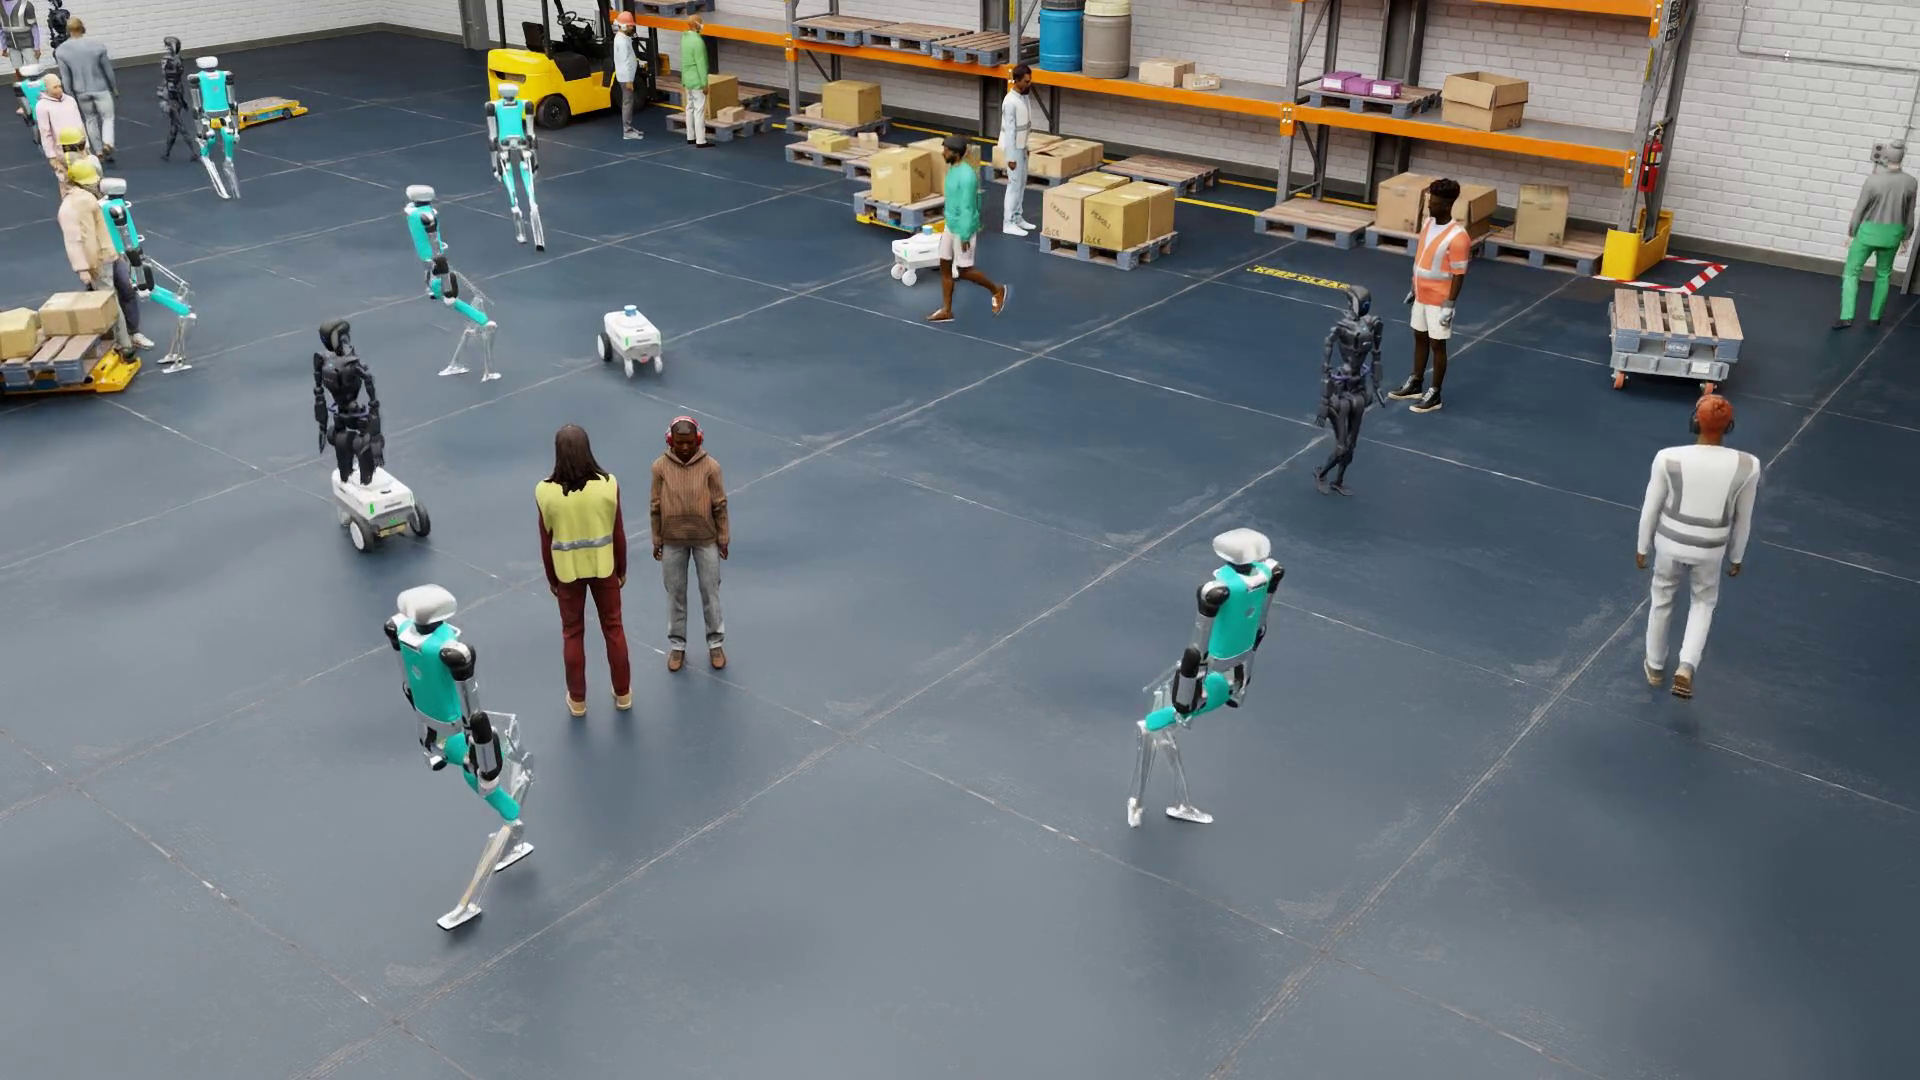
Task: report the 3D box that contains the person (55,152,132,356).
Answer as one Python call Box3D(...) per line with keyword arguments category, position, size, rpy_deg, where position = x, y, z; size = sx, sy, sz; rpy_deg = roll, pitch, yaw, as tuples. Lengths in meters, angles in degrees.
Box3D(category="person", position=(-7.819, -2.591, 15.106), size=(0.390, 1.870, 0.556), rpy_deg=(-5, 26, -11))

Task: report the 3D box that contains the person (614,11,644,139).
Box3D(category="person", position=(-4.670, -6.542, 23.429), size=(0.351, 1.738, 0.571), rpy_deg=(-6, 26, -12))

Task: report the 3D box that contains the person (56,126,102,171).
Box3D(category="person", position=(-8.645, -3.243, 16.585), size=(0.376, 1.755, 0.535), rpy_deg=(0, 26, 1))

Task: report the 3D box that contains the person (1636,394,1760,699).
Box3D(category="person", position=(4.214, 0.061, 9.600), size=(0.597, 1.870, 0.620), rpy_deg=(9, 27, 17))

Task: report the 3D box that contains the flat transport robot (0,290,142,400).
Box3D(category="flat transport robot", position=(-8.033, -1.452, 14.578), size=(1.431, 0.231, 0.659), rpy_deg=(-5, 26, -9))

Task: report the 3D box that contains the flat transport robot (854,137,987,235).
Box3D(category="flat transport robot", position=(-0.470, -3.712, 19.258), size=(1.431, 0.231, 0.659), rpy_deg=(23, 34, 39))

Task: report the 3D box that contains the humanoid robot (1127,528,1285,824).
Box3D(category="humanoid robot", position=(1.136, 0.690, 8.458), size=(0.582, 1.779, 0.850), rpy_deg=(-20, 32, -35))

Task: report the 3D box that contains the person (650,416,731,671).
Box3D(category="person", position=(-1.609, 0.007, 9.973), size=(0.468, 1.647, 0.323), rpy_deg=(-1, 26, -3))

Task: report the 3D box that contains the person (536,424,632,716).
Box3D(category="person", position=(-2.119, 0.191, 9.458), size=(0.470, 1.764, 0.365), rpy_deg=(-7, 27, -14))

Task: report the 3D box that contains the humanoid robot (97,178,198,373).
Box3D(category="humanoid robot", position=(-7.107, -2.367, 14.738), size=(0.720, 1.738, 0.536), rpy_deg=(-16, 30, -29))

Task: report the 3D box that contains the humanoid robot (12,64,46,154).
Box3D(category="humanoid robot", position=(-10.840, -4.917, 20.125), size=(0.566, 1.777, 0.971), rpy_deg=(-1, 26, -1))

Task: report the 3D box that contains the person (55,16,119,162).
Box3D(category="person", position=(-11.467, -5.919, 21.937), size=(0.631, 1.910, 0.774), rpy_deg=(-8, 27, -16))

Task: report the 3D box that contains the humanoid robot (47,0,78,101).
Box3D(category="humanoid robot", position=(-13.795, -7.602, 25.700), size=(0.431, 1.646, 0.584), rpy_deg=(3, 26, 6))

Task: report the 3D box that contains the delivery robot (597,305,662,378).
Box3D(category="delivery robot", position=(-2.954, -1.827, 15.003), size=(0.499, 0.576, 0.768), rpy_deg=(-12, 28, -24))

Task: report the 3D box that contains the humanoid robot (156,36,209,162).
Box3D(category="humanoid robot", position=(-10.460, -5.853, 22.112), size=(0.620, 1.632, 0.610), rpy_deg=(-1, 26, -2))

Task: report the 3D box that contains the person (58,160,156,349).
Box3D(category="person", position=(-7.801, -2.577, 15.128), size=(0.699, 1.811, 0.832), rpy_deg=(10, 28, 20))

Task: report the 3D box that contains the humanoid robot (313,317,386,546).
Box3D(category="humanoid robot", position=(-4.232, -0.760, 11.543), size=(0.590, 1.647, 0.322), rpy_deg=(11, 28, 22))

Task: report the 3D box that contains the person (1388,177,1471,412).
Box3D(category="person", position=(3.937, -2.040, 13.846), size=(0.369, 1.966, 0.600), rpy_deg=(-8, 27, -16))

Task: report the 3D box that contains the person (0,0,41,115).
Box3D(category="person", position=(-14.044, -7.397, 24.853), size=(0.605, 2.044, 0.370), rpy_deg=(1, 26, 1))

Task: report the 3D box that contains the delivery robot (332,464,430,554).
Box3D(category="delivery robot", position=(-4.151, -0.267, 11.811), size=(0.499, 0.609, 0.806), rpy_deg=(-21, 33, -36))

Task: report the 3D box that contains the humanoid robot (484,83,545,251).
Box3D(category="humanoid robot", position=(-4.842, -4.037, 18.339), size=(0.547, 1.861, 0.849), rpy_deg=(-12, 28, -22))

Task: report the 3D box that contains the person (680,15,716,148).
Box3D(category="person", position=(-3.635, -6.316, 22.921), size=(0.385, 1.776, 0.546), rpy_deg=(-16, 30, -30))

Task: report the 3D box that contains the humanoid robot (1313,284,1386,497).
Box3D(category="humanoid robot", position=(2.870, -1.086, 12.206), size=(0.607, 1.648, 0.343), rpy_deg=(-14, 29, -27))

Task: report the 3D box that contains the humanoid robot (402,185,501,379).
Box3D(category="humanoid robot", position=(-4.373, -2.253, 14.570), size=(0.796, 1.797, 0.531), rpy_deg=(-18, 31, -33))

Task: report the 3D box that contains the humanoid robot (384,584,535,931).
Box3D(category="humanoid robot", position=(-2.272, 0.956, 7.922), size=(0.542, 1.767, 0.910), rpy_deg=(18, 31, 32))

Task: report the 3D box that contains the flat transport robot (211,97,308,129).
Box3D(category="flat transport robot", position=(-10.473, -6.333, 24.685), size=(0.659, 0.231, 1.431), rpy_deg=(12, 28, 23))

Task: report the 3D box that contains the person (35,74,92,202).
Box3D(category="person", position=(-10.218, -4.436, 19.029), size=(0.419, 1.774, 0.541), rpy_deg=(14, 29, 27))

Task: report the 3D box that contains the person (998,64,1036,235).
Box3D(category="person", position=(0.643, -4.423, 18.854), size=(0.414, 1.907, 0.598), rpy_deg=(8, 27, 15))

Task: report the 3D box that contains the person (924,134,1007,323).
Box3D(category="person", position=(0.042, -2.986, 15.971), size=(0.731, 1.821, 0.502), rpy_deg=(-11, 28, -21))

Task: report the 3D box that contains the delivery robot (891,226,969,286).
Box3D(category="delivery robot", position=(-0.323, -2.989, 17.449), size=(0.813, 0.609, 0.499), rpy_deg=(-13, 29, -25))

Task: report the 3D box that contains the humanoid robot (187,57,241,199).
Box3D(category="humanoid robot", position=(-9.065, -4.930, 20.215), size=(0.538, 1.894, 0.713), rpy_deg=(-22, 33, -37))

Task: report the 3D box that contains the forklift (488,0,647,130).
Box3D(category="forklift", position=(-5.874, -7.334, 24.552), size=(1.214, 2.155, 2.313), rpy_deg=(19, 32, 34))

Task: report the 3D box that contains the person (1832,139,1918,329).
Box3D(category="person", position=(8.723, -2.883, 15.751), size=(0.581, 1.837, 0.533), rpy_deg=(4, 26, 9))
